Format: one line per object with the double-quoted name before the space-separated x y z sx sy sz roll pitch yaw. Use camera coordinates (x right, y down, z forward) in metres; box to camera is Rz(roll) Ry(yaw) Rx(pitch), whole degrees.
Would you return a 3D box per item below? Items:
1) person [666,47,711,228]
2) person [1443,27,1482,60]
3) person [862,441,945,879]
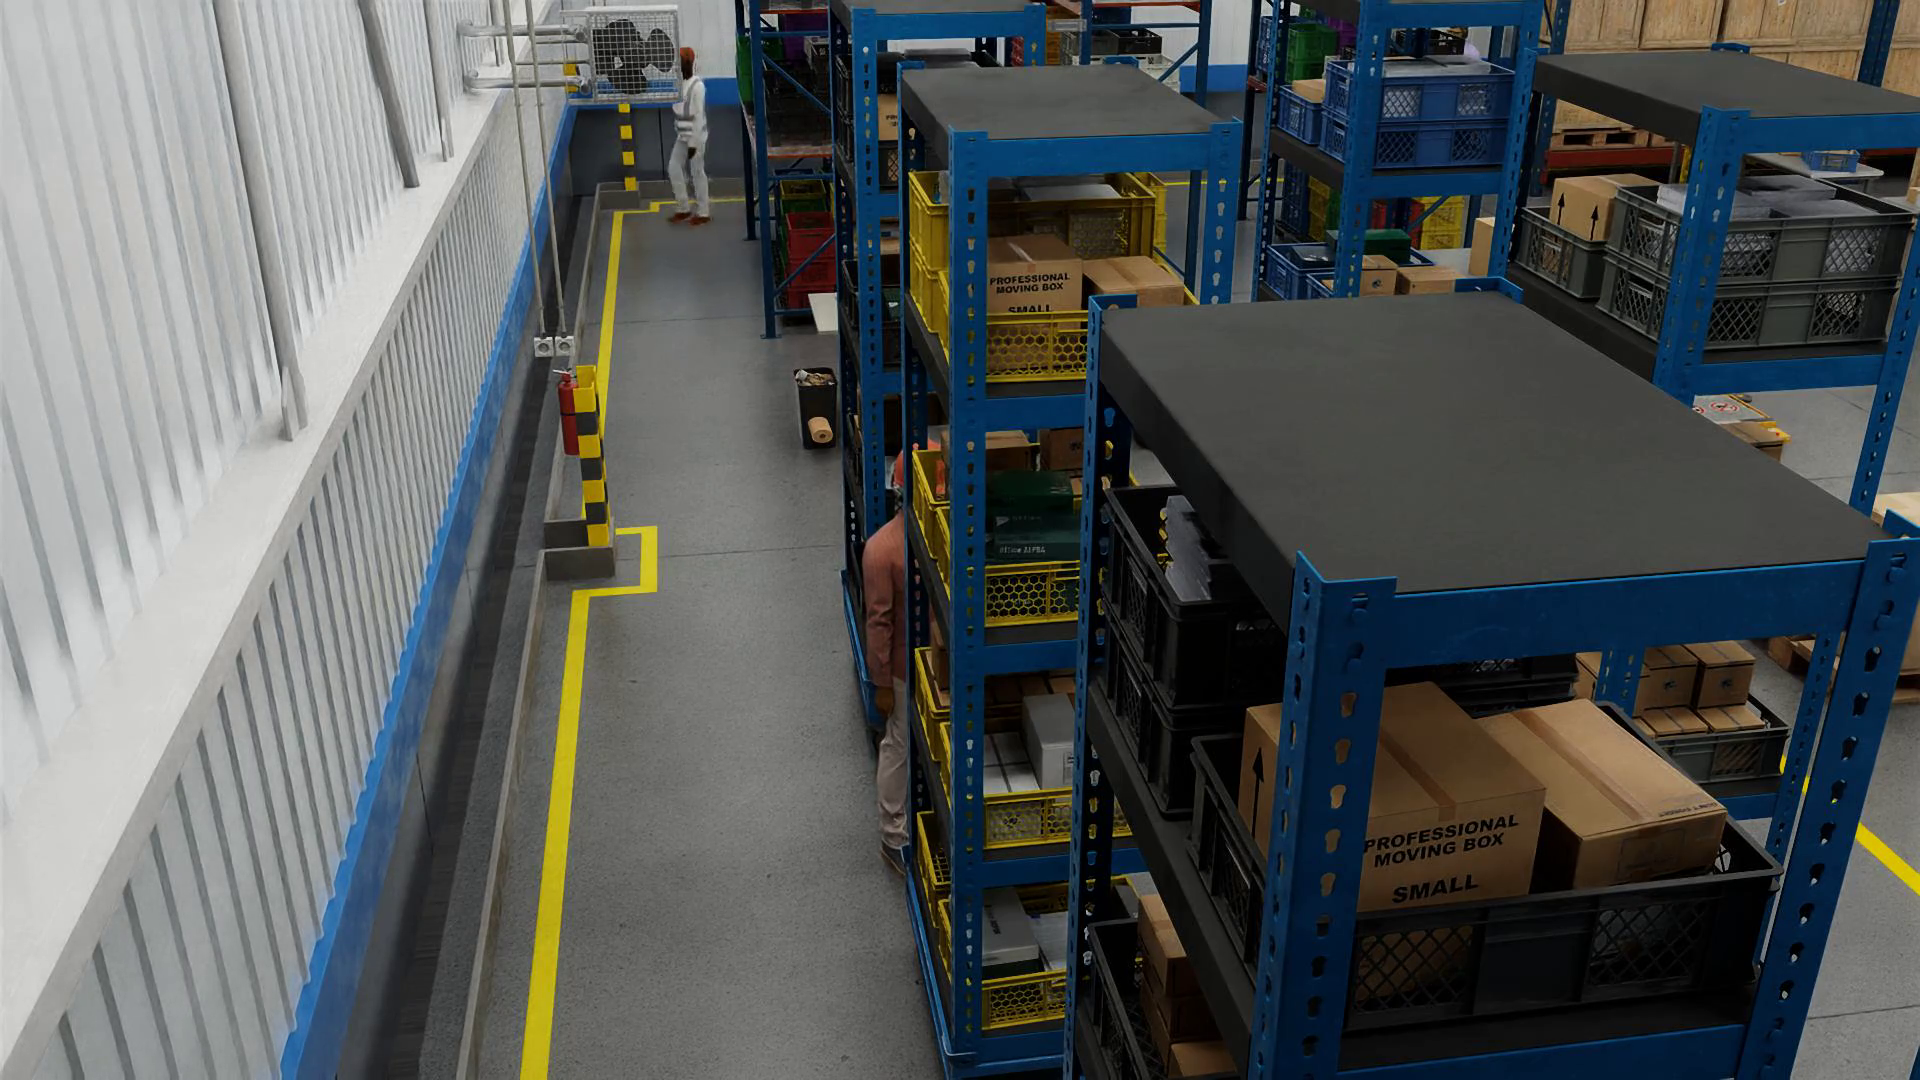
"person" -2.943 -4.221 17.539 0.594 1.868 0.612 -15 29 -30
"person" 5.710 -5.068 19.314 0.374 1.933 0.625 -15 29 -29
"person" -0.151 0.503 7.125 0.386 1.992 0.624 19 31 35
